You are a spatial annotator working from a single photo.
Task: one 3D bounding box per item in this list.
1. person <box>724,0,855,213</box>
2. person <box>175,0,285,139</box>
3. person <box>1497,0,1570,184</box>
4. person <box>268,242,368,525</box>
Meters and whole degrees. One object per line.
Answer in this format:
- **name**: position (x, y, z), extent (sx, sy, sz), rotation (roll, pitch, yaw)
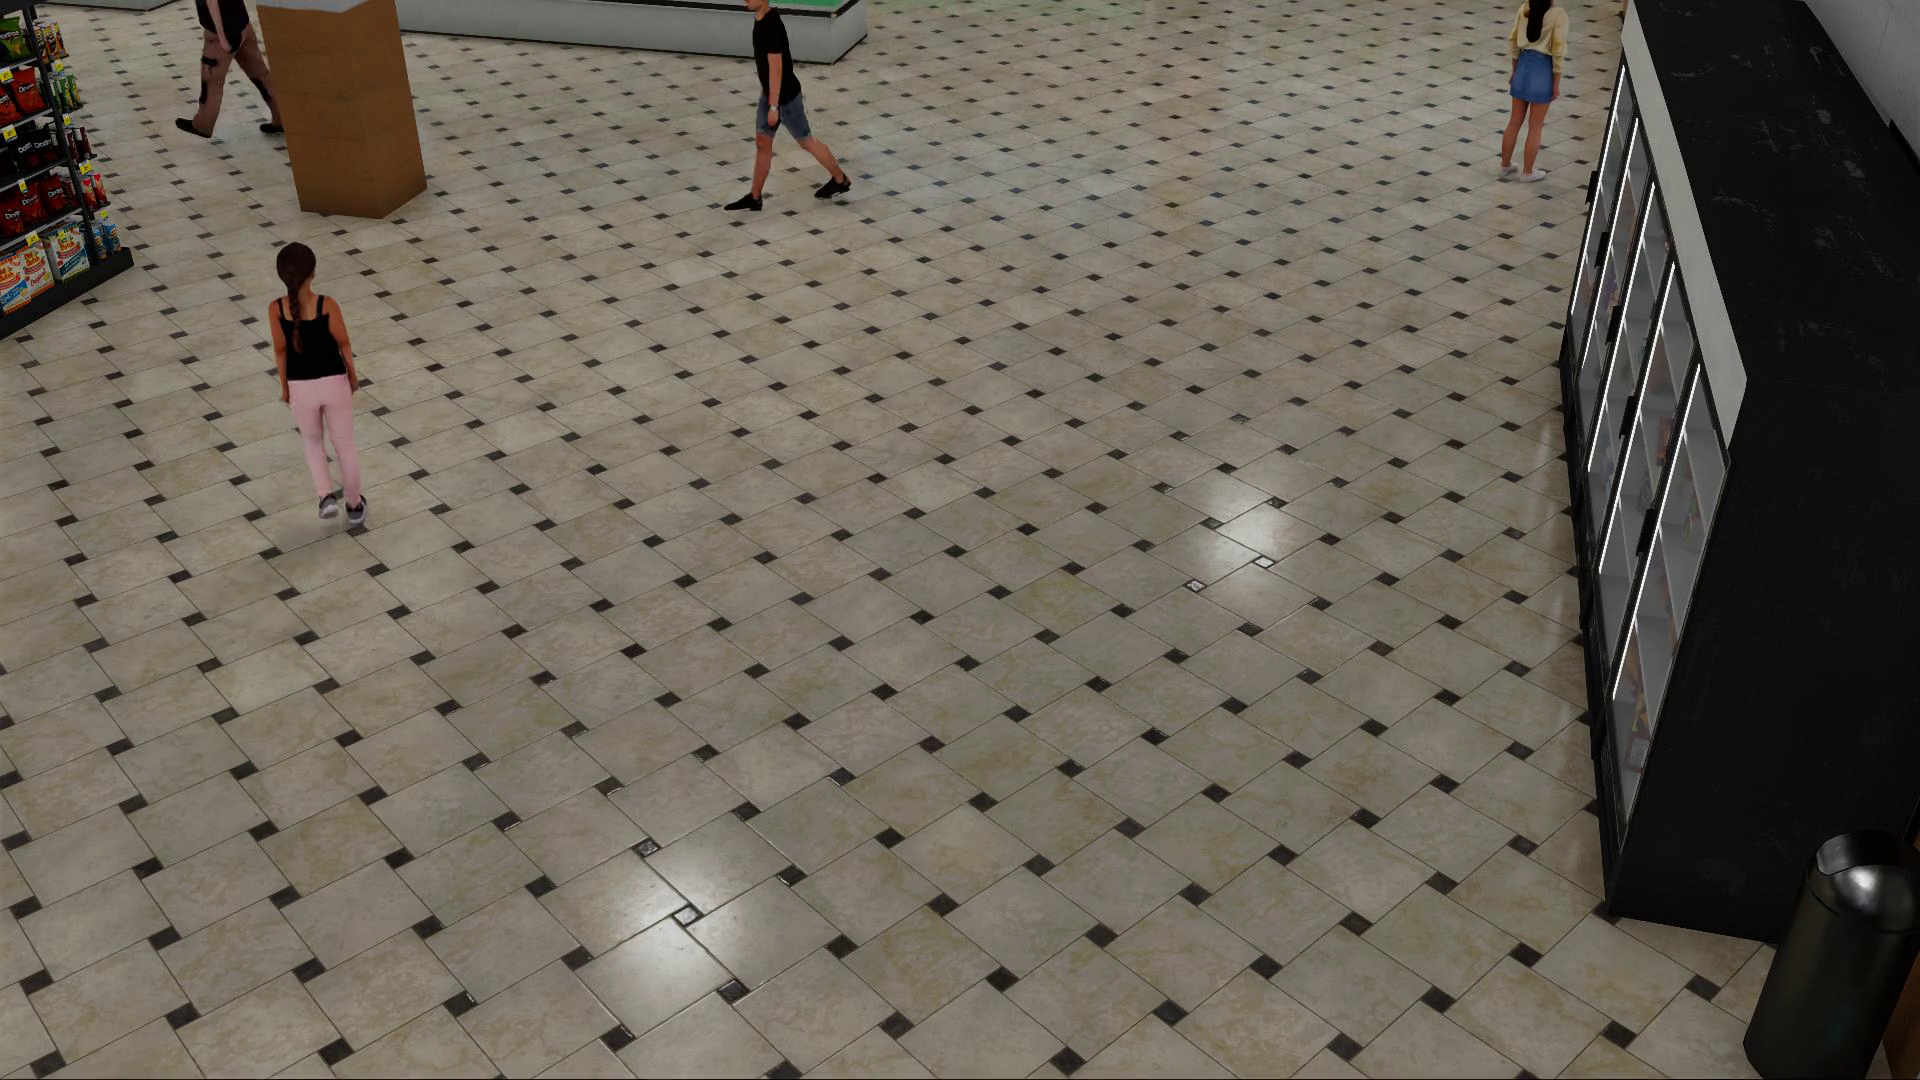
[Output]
- **person**: position (-1.234, -3.314, 12.402), extent (1.328, 1.779, 1.191), rotation (-12, 34, -18)
- **person**: position (-5.988, -4.222, 13.844), extent (1.193, 1.796, 0.866), rotation (2, 32, 3)
- **person**: position (4.509, -3.642, 13.068), extent (0.787, 1.632, 0.695), rotation (-23, 39, -32)
- **person**: position (-3.270, -0.739, 8.481), extent (0.696, 1.549, 0.743), rotation (-9, 33, -14)
